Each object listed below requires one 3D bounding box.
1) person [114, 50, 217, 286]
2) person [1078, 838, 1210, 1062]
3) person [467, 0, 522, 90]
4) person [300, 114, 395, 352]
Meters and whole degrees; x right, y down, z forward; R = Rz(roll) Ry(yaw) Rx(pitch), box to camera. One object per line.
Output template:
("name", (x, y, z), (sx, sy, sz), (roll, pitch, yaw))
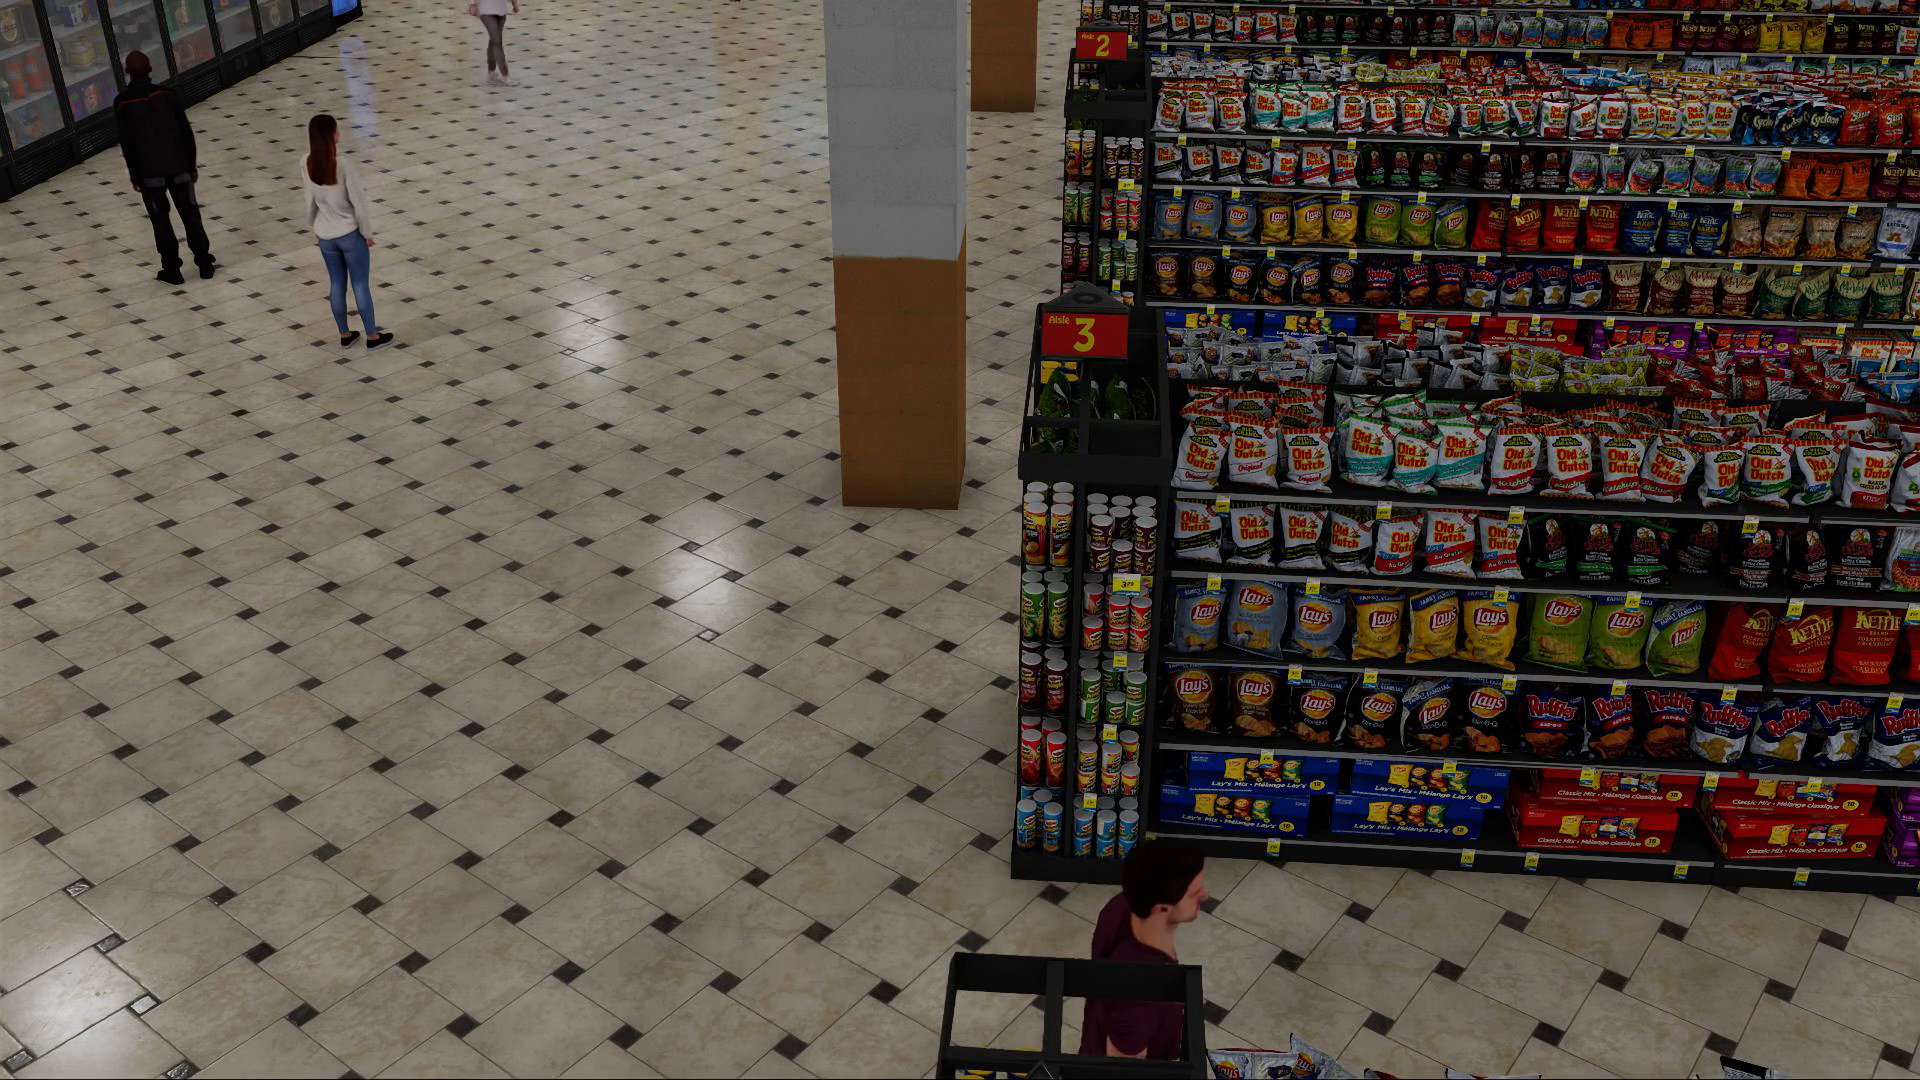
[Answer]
("person", (-6.256, -2.921, 13.051), (0.778, 1.825, 0.855), (-19, 34, -31))
("person", (0.392, 1.606, 4.772), (1.093, 1.812, 0.788), (-3, 29, -5))
("person", (-5.357, -6.048, 18.790), (1.075, 1.812, 0.963), (19, 34, 31))
("person", (-4.395, -2.181, 11.834), (0.553, 1.692, 0.719), (8, 30, 14))
